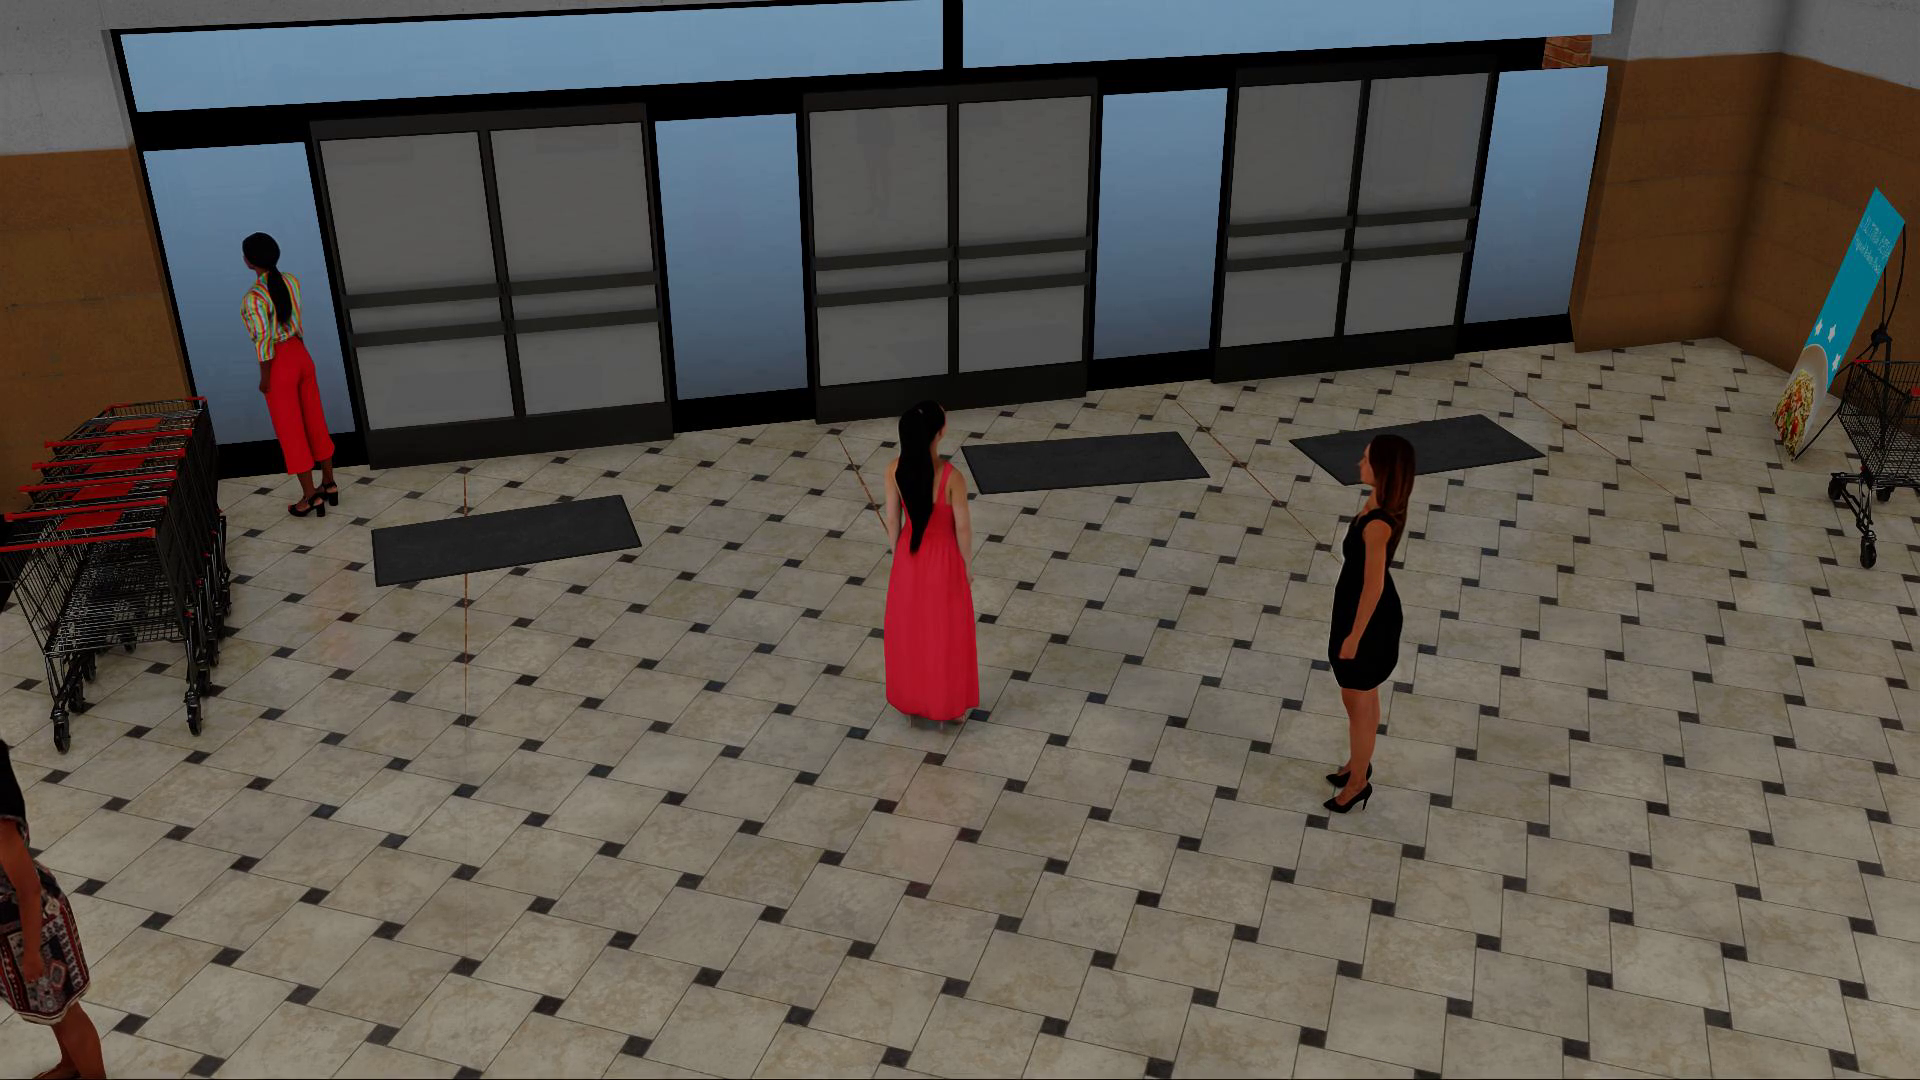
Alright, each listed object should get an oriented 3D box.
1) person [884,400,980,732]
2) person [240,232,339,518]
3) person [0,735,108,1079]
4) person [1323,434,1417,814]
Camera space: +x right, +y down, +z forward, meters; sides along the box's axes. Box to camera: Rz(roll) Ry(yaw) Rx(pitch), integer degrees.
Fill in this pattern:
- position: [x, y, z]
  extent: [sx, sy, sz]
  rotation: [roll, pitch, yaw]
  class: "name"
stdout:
- position: [-0.148, 0.138, 7.925]
  extent: [0.714, 1.727, 0.749]
  rotation: [10, 29, 19]
  class: "person"
- position: [-4.075, -0.992, 10.081]
  extent: [0.747, 1.793, 0.644]
  rotation: [9, 28, 16]
  class: "person"
- position: [-3.212, 1.307, 5.711]
  extent: [0.784, 1.645, 0.633]
  rotation: [-21, 34, -35]
  class: "person"
- position: [1.786, 0.387, 7.315]
  extent: [0.728, 1.835, 0.632]
  rotation: [9, 28, 16]
  class: "person"
